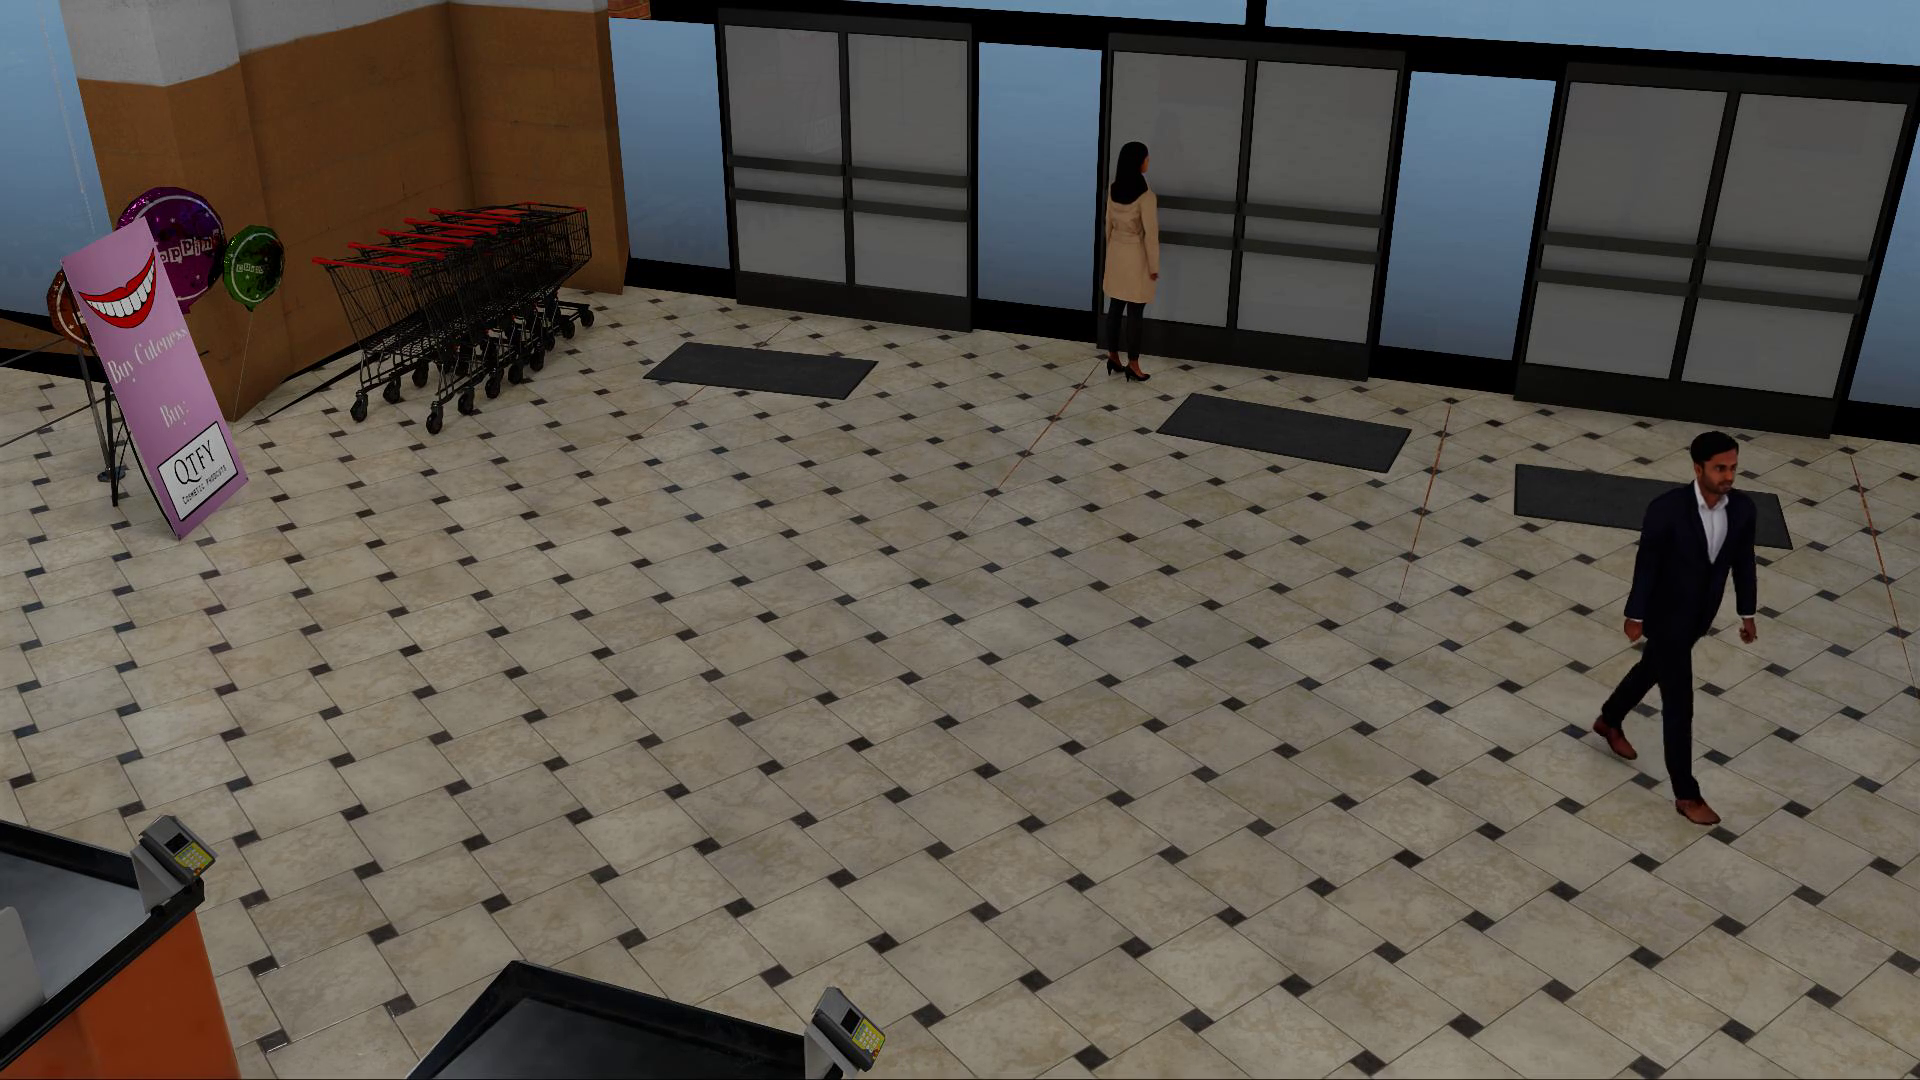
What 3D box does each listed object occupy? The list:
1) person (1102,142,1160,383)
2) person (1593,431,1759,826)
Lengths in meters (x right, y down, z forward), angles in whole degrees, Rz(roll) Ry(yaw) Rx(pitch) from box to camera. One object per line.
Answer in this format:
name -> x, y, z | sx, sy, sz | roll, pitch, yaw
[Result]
person -> 1.183, -1.929, 11.581 | 0.709, 1.682, 0.708 | -20, 33, -34
person -> 3.063, 0.300, 7.189 | 1.063, 1.679, 1.216 | -7, 28, -14
